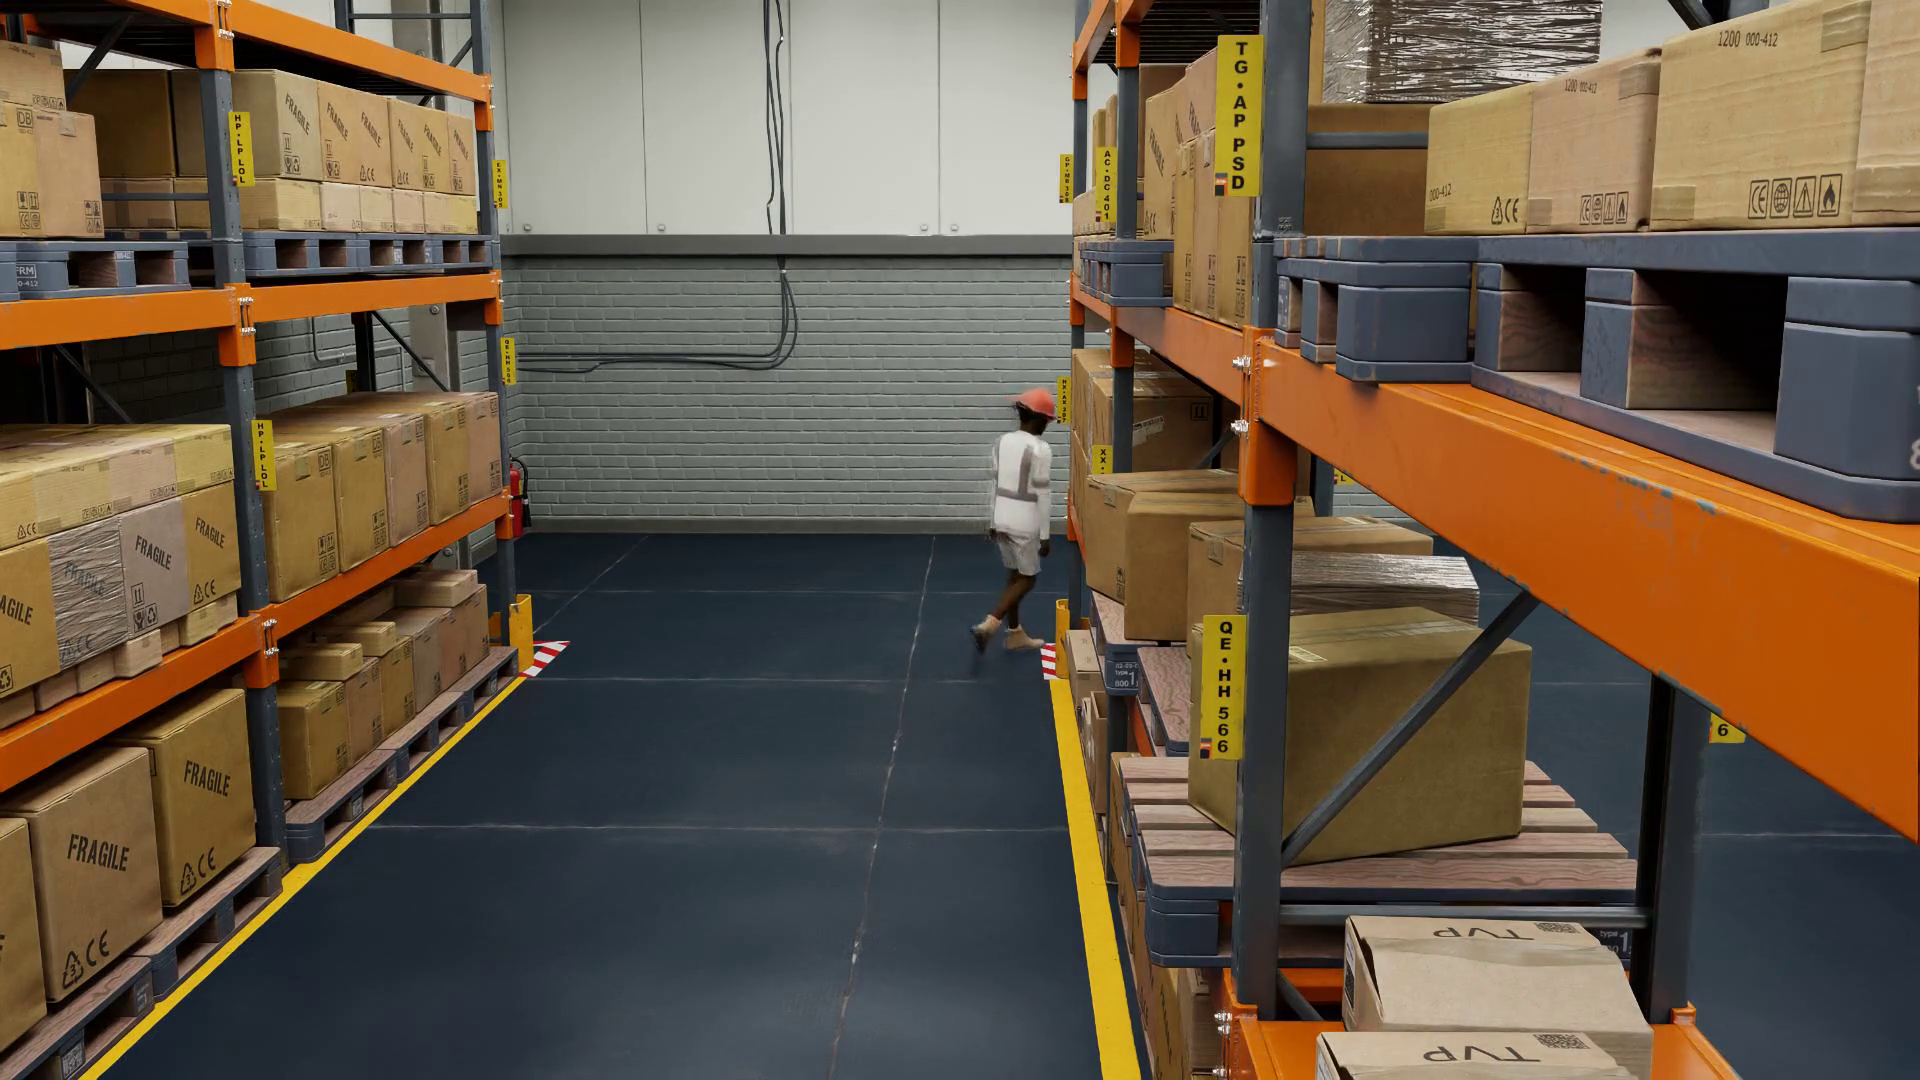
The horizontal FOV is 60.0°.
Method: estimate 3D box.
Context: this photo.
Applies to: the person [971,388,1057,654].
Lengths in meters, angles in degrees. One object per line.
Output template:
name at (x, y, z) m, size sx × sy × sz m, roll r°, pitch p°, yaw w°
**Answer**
person at (0.361, -0.106, 12.135) m, size 0.745 × 2.006 × 0.678 m, roll -8°, pitch 13°, yaw -37°
